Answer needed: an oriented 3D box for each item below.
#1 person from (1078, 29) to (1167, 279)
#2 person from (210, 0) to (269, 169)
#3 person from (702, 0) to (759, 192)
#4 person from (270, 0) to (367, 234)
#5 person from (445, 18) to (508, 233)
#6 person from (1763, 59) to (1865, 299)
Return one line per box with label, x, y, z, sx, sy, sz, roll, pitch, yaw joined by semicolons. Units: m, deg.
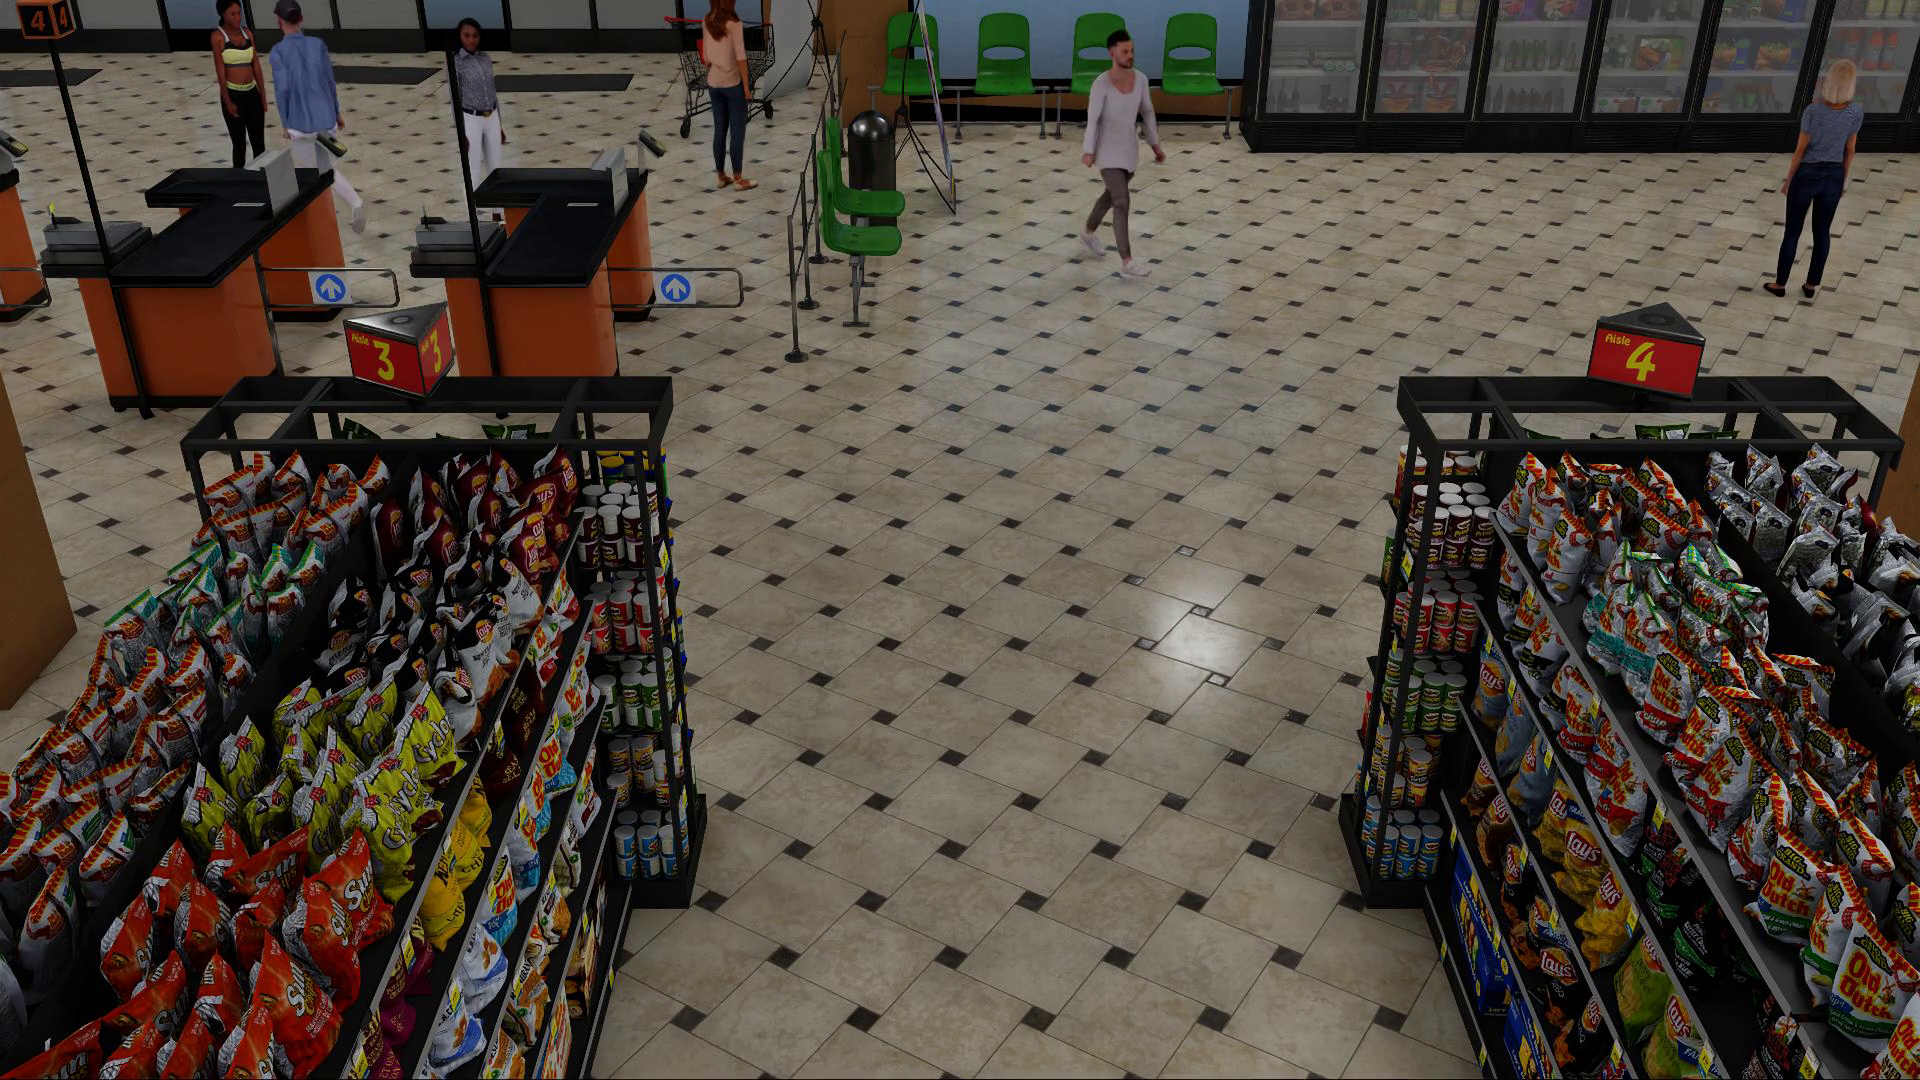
person;1.132;-2.921;12.522;1.130;1.799;1.245;-21;35;-34
person;-6.055;-3.701;14.005;0.721;1.746;0.656;22;36;34
person;-2.023;-3.937;14.391;0.676;1.789;0.695;17;33;29
person;-5.067;-3.276;13.097;1.043;1.870;1.008;23;36;36
person;-3.838;-3.280;13.258;0.731;1.723;0.656;23;36;35
person;6.194;-2.597;12.009;0.610;1.721;0.548;4;29;7
